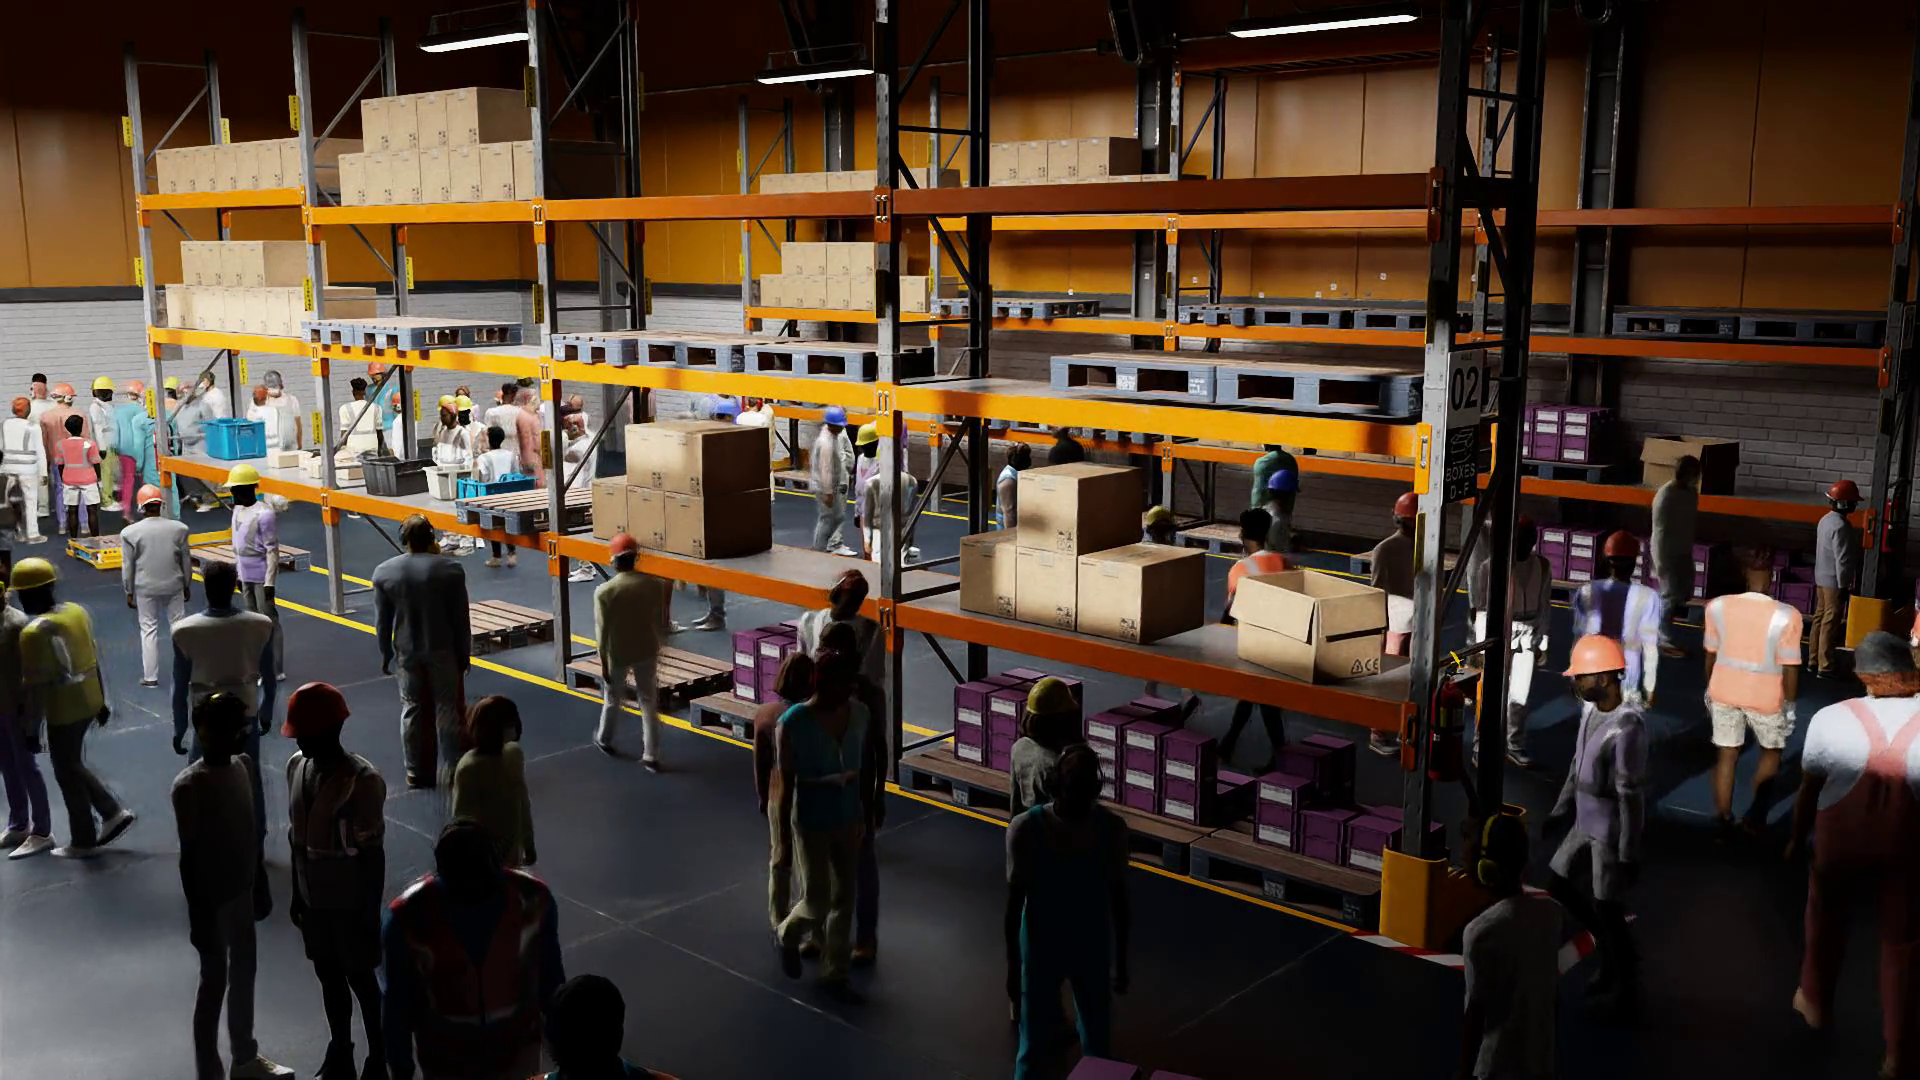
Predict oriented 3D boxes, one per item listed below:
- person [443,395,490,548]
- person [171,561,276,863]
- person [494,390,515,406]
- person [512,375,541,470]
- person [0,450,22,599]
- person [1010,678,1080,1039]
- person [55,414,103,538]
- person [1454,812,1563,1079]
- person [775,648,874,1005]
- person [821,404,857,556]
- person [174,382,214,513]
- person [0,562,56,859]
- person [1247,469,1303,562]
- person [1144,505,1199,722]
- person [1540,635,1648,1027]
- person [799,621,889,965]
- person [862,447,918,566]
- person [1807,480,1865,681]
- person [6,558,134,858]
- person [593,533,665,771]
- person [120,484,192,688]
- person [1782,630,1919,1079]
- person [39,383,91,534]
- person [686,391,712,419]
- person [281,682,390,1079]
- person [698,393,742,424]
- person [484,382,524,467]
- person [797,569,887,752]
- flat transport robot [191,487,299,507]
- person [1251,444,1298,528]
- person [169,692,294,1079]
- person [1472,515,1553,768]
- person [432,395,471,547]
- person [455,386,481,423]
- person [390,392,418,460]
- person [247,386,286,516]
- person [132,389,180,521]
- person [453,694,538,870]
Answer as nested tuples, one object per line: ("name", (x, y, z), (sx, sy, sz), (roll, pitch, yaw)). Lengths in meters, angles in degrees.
("person", (-6.175, -0.847, 20.801), (0.585, 1.927, 0.366), (-1, 10, -6))
("person", (-4.459, 1.073, 10.059), (0.639, 1.900, 0.469), (-7, 12, -34))
("person", (-6.494, -1.278, 23.763), (0.355, 1.745, 0.580), (-2, 10, -12))
("person", (-7.307, -2.028, 28.041), (0.492, 1.729, 0.324), (0, 10, -3))
("person", (-10.192, -0.147, 17.592), (0.536, 1.670, 0.694), (-7, 12, -36))
("person", (0.425, 1.512, 7.983), (0.296, 1.744, 0.484), (-6, 12, -30))
("person", (-10.943, -0.716, 20.703), (0.535, 1.700, 0.318), (-1, 10, -5))
("person", (1.861, 1.851, 5.840), (0.595, 1.821, 0.797), (-7, 12, -34))
("person", (-0.705, 1.415, 8.297), (0.607, 1.821, 0.485), (-9, 14, -42))
("person", (-1.482, -0.761, 20.373), (0.409, 1.906, 0.651), (-3, 10, -16))
("person", (-10.913, -1.363, 23.907), (0.679, 1.863, 0.687), (4, 11, 23))
("person", (-5.897, 1.039, 10.301), (0.530, 1.869, 0.311), (6, 12, 32))
("person", (2.594, 0.360, 13.975), (0.518, 1.926, 0.647), (0, 10, 0))
("person", (1.666, 0.602, 13.234), (0.532, 1.719, 0.779), (-3, 10, -16))
("person", (3.130, 1.401, 8.125), (0.447, 1.907, 0.559), (0, 10, 1))
("person", (-0.627, 1.320, 8.779), (0.515, 1.843, 0.326), (4, 11, 21))
("person", (-0.708, -0.071, 16.722), (0.594, 1.823, 0.405), (-5, 11, -26))
("person", (7.676, 0.342, 14.566), (0.328, 1.752, 0.563), (2, 10, 11))
("person", (-5.515, 1.041, 10.218), (0.518, 1.901, 0.621), (0, 10, 0))
("person", (-2.424, 0.791, 12.152), (0.575, 1.702, 0.869), (-6, 12, -30))
("person", (-6.923, 0.388, 14.347), (0.564, 1.742, 0.353), (-9, 13, -41))
("person", (4.291, 1.399, 7.780), (0.778, 2.000, 0.805), (5, 11, 27))
("person", (-11.730, -1.071, 21.884), (0.623, 1.988, 0.395), (-1, 10, -8))
("person", (-4.268, -1.938, 27.495), (0.494, 1.741, 0.310), (-1, 10, -6))
("person", (-2.736, 1.550, 7.256), (0.543, 1.929, 0.384), (6, 12, 29))
("person", (-3.299, -1.373, 23.455), (0.682, 2.000, 0.537), (-10, 14, -43))
("person", (-6.245, -1.211, 22.873), (0.686, 1.924, 0.789), (-6, 12, -31))
("person", (-0.727, 1.070, 10.194), (0.648, 1.850, 0.418), (4, 11, 22))
("flat transport robot", (-10.489, -0.663, 24.444), (1.431, 0.197, 0.652), (-6, 12, -32))
("person", (3.261, -0.229, 17.316), (0.627, 1.933, 0.370), (-9, 14, -43))
("person", (-3.219, 1.571, 7.317), (0.332, 1.864, 0.505), (2, 10, 12))
("person", (3.976, 0.741, 11.989), (0.580, 1.876, 0.373), (-2, 10, -11))
("person", (-6.356, -0.852, 20.825), (0.585, 1.928, 0.369), (4, 11, 19))
("person", (-7.658, -1.574, 25.755), (0.519, 1.633, 0.313), (1, 10, 8))
("person", (-7.765, -1.193, 23.243), (0.323, 1.752, 0.562), (1, 10, 6))
("person", (-9.584, -1.207, 23.005), (0.612, 1.868, 0.589), (5, 11, 25))
("person", (-10.664, -1.050, 22.024), (0.401, 1.904, 0.641), (5, 11, 28))
("person", (-2.236, 1.542, 8.127), (0.341, 1.620, 0.520), (3, 11, 17))
